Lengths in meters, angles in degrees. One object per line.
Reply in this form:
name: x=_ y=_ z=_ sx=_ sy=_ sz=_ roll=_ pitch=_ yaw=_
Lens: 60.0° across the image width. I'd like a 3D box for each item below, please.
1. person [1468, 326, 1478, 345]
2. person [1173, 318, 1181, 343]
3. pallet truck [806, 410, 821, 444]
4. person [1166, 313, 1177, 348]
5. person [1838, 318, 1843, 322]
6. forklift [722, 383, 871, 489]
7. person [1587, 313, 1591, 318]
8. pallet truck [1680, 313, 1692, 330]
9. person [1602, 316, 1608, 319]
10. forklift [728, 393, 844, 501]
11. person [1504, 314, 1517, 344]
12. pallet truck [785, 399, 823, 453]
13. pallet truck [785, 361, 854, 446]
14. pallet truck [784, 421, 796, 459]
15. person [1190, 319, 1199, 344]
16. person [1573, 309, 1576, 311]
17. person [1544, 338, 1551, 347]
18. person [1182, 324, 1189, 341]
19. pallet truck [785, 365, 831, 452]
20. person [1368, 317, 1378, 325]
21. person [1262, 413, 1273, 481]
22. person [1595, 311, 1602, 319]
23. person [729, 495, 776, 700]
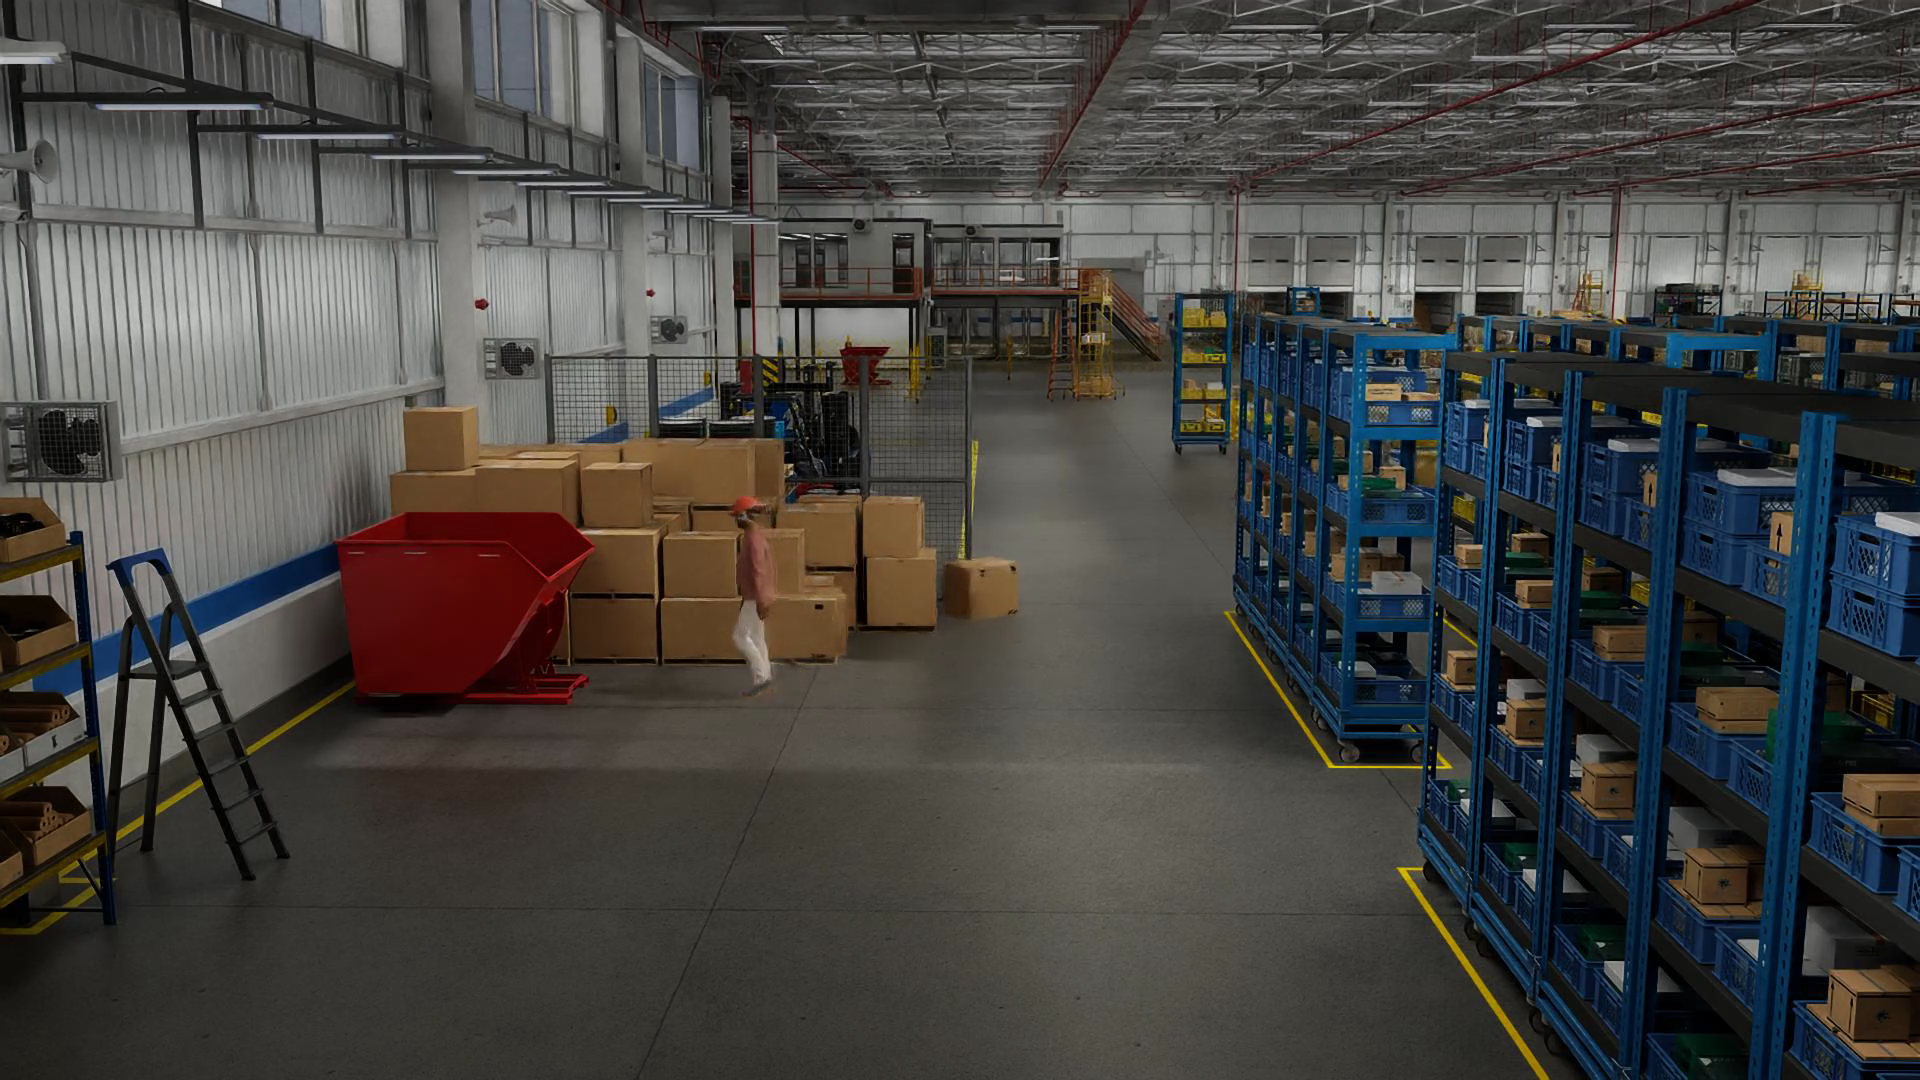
person: x=23.677 y=-9.238 z=76.607 sx=0.976 sy=1.895 sz=0.559 roll=-3 pitch=10 yaw=-20
person: x=10.531 y=-9.830 z=80.387 sx=0.506 sy=1.847 sz=0.345 roll=-6 pitch=11 yaw=-35
pallet truck: x=-3.559 y=-2.018 z=33.905 sx=1.522 sy=1.261 sz=0.704 roll=0 pitch=9 yaw=-1
person: x=11.199 y=-11.091 z=88.095 sx=0.707 sy=1.864 sz=0.897 roll=7 pitch=12 yaw=37
person: x=41.307 y=-9.479 z=78.140 sx=0.517 sy=1.873 sz=0.334 roll=5 pitch=10 yaw=27
forklift: x=-2.893 y=-1.687 z=28.729 sx=2.680 sy=1.987 sz=1.157 roll=0 pitch=9 yaw=-1
person: x=32.282 y=-10.695 z=85.462 sx=0.588 sy=1.930 sz=0.364 roll=9 pitch=13 yaw=43
pallet truck: x=36.315 y=-10.531 z=84.244 sx=0.823 sy=1.965 sz=1.885 roll=-6 pitch=11 yaw=-33
person: x=29.610 y=-9.293 z=76.468 sx=0.546 sy=2.000 sz=0.706 roll=5 pitch=11 yaw=30
forklift: x=-2.979 y=-1.316 z=26.476 sx=2.680 sy=1.987 sz=1.157 roll=0 pitch=9 yaw=1
person: x=29.016 y=-10.988 z=87.522 sx=0.602 sy=1.838 sz=0.958 roll=6 pitch=11 yaw=31
pallet truck: x=-3.814 y=-2.432 z=36.419 sx=1.630 sy=1.274 sz=0.653 roll=0 pitch=9 yaw=1
pallet truck: x=-3.410 y=-3.193 z=38.978 sx=1.885 sy=1.965 sz=0.823 roll=0 pitch=9 yaw=-1
pallet truck: x=-4.013 y=-1.793 z=32.705 sx=1.601 sy=1.201 sz=0.680 roll=0 pitch=9 yaw=1
person: x=13.149 y=-11.891 z=92.791 sx=0.606 sy=1.944 sz=0.403 roll=6 pitch=11 yaw=31
person: x=34.262 y=-11.897 z=92.852 sx=0.364 sy=1.935 sz=0.553 roll=2 pitch=10 yaw=14
person: x=19.932 y=-5.936 z=56.404 sx=0.404 sy=1.830 sz=0.602 roll=8 pitch=12 yaw=42
person: x=13.169 y=-12.561 z=97.248 sx=0.593 sy=1.846 sz=0.513 roll=-5 pitch=10 yaw=-26
pallet truck: x=-3.774 y=-2.976 z=37.635 sx=1.885 sy=1.965 sz=0.823 roll=1 pitch=9 yaw=5
person: x=19.897 y=-9.837 z=80.307 sx=0.572 sy=1.885 sz=0.358 roll=1 pitch=9 yaw=7
person: x=5.168 y=-1.217 z=27.545 sx=0.546 sy=1.740 sz=0.719 roll=-6 pitch=11 yaw=-31
person: x=35.317 y=-11.719 z=91.985 sx=0.983 sy=1.870 sz=0.579 roll=2 pitch=9 yaw=14
person: x=-2.001 y=0.556 z=15.983 sx=0.438 sy=1.950 sz=0.689 roll=-2 pitch=9 yaw=-10
